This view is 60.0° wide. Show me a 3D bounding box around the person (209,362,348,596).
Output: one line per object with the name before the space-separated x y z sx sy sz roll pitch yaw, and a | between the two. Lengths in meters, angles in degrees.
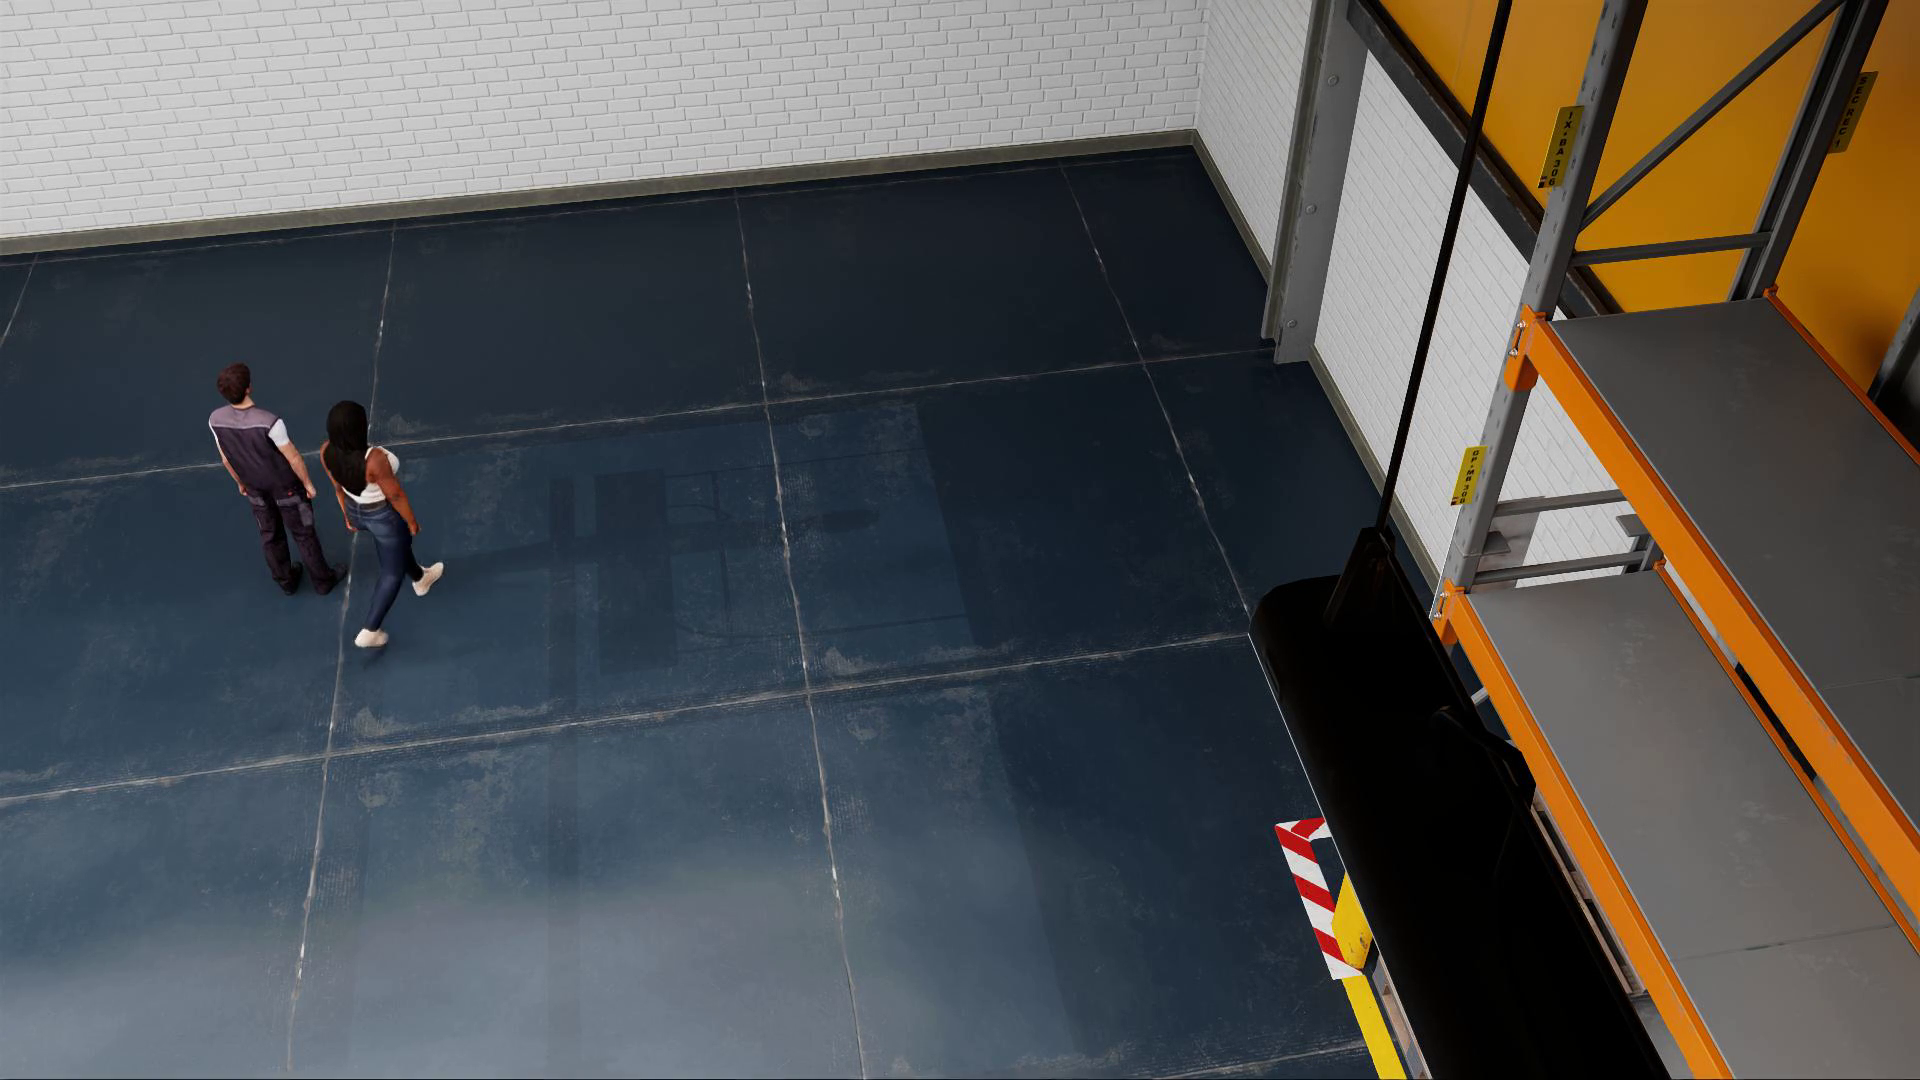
person | -4.467 -0.371 10.786 0.717 1.848 0.665 3 44 3

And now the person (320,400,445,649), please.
person | -3.735 -0.082 10.536 1.078 1.774 1.257 18 46 18
